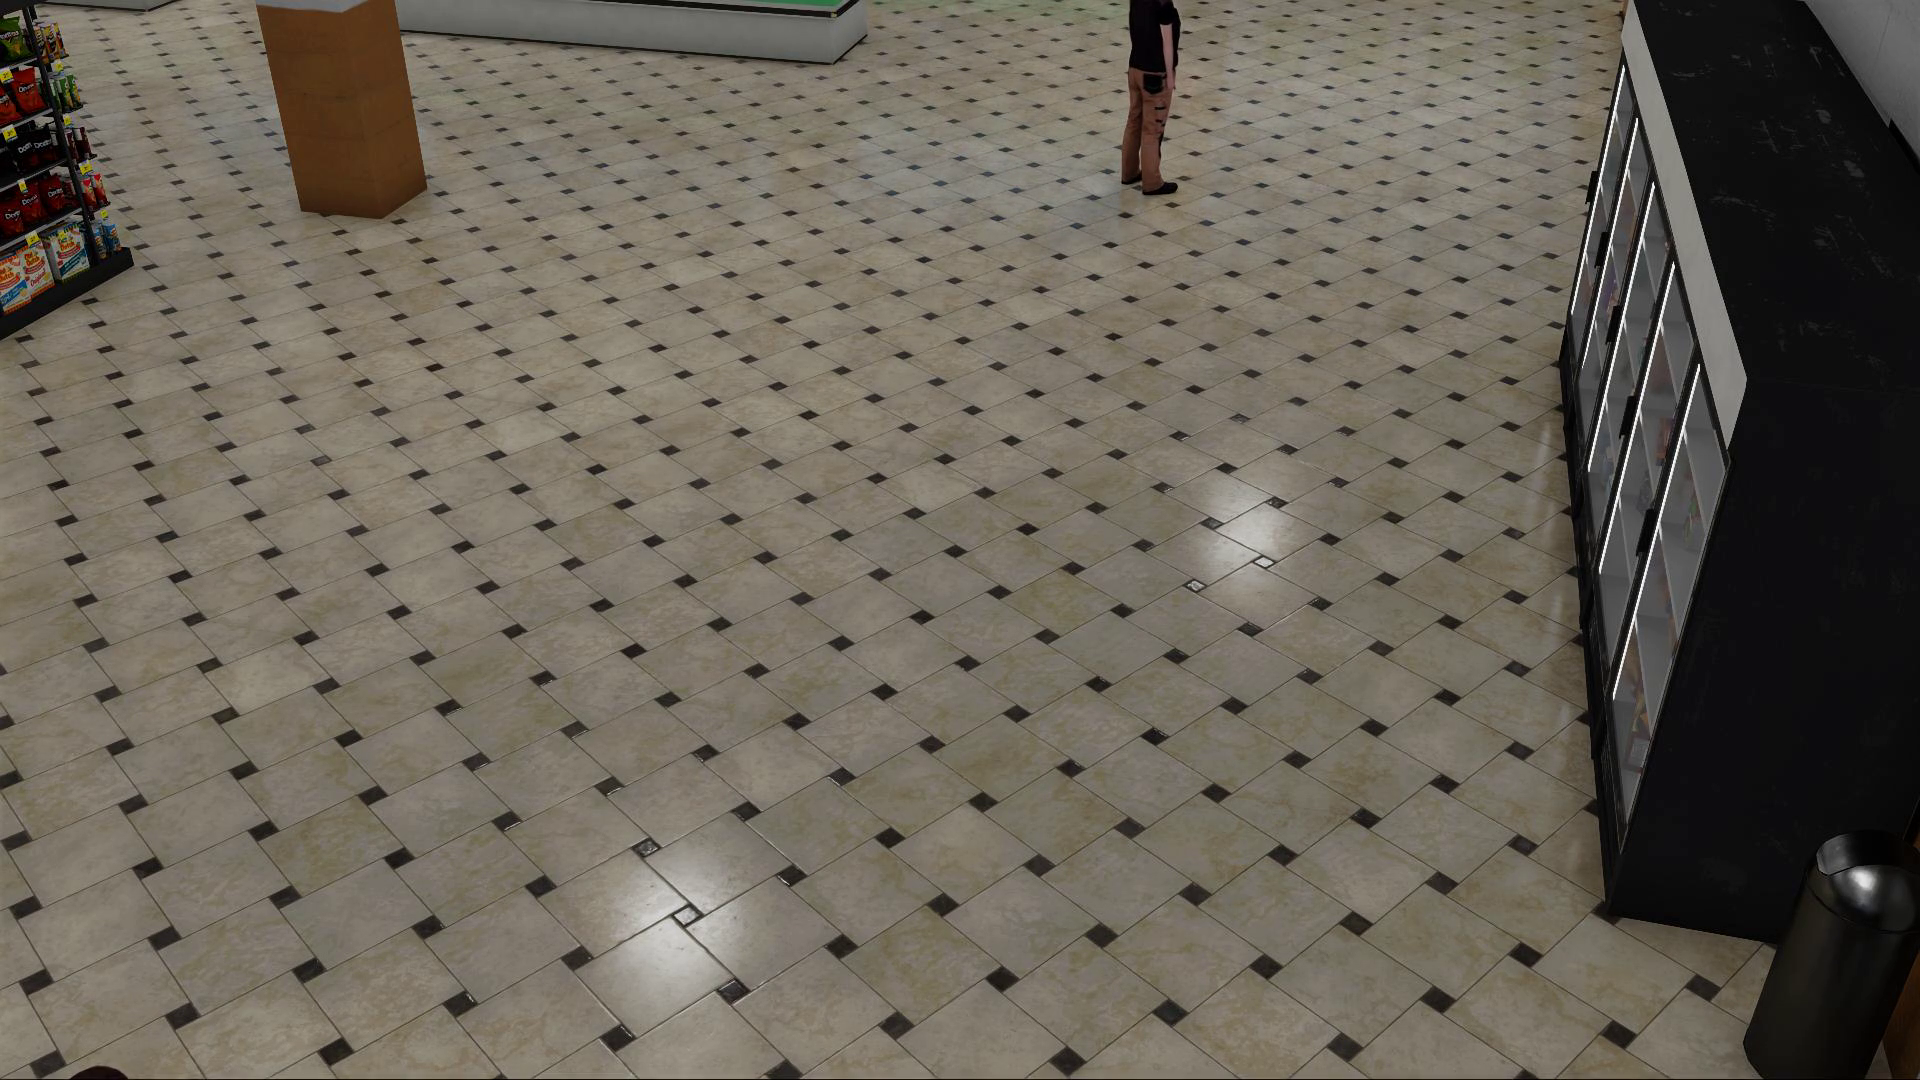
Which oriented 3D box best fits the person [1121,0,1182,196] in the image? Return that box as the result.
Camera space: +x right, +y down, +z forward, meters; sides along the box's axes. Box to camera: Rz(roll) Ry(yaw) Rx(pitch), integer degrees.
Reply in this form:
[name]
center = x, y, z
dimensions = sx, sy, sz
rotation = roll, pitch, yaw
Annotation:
[person]
center = 1.462, -3.617, 12.830
dimensions = 0.819, 1.841, 0.770
rotation = -15, 35, -23
